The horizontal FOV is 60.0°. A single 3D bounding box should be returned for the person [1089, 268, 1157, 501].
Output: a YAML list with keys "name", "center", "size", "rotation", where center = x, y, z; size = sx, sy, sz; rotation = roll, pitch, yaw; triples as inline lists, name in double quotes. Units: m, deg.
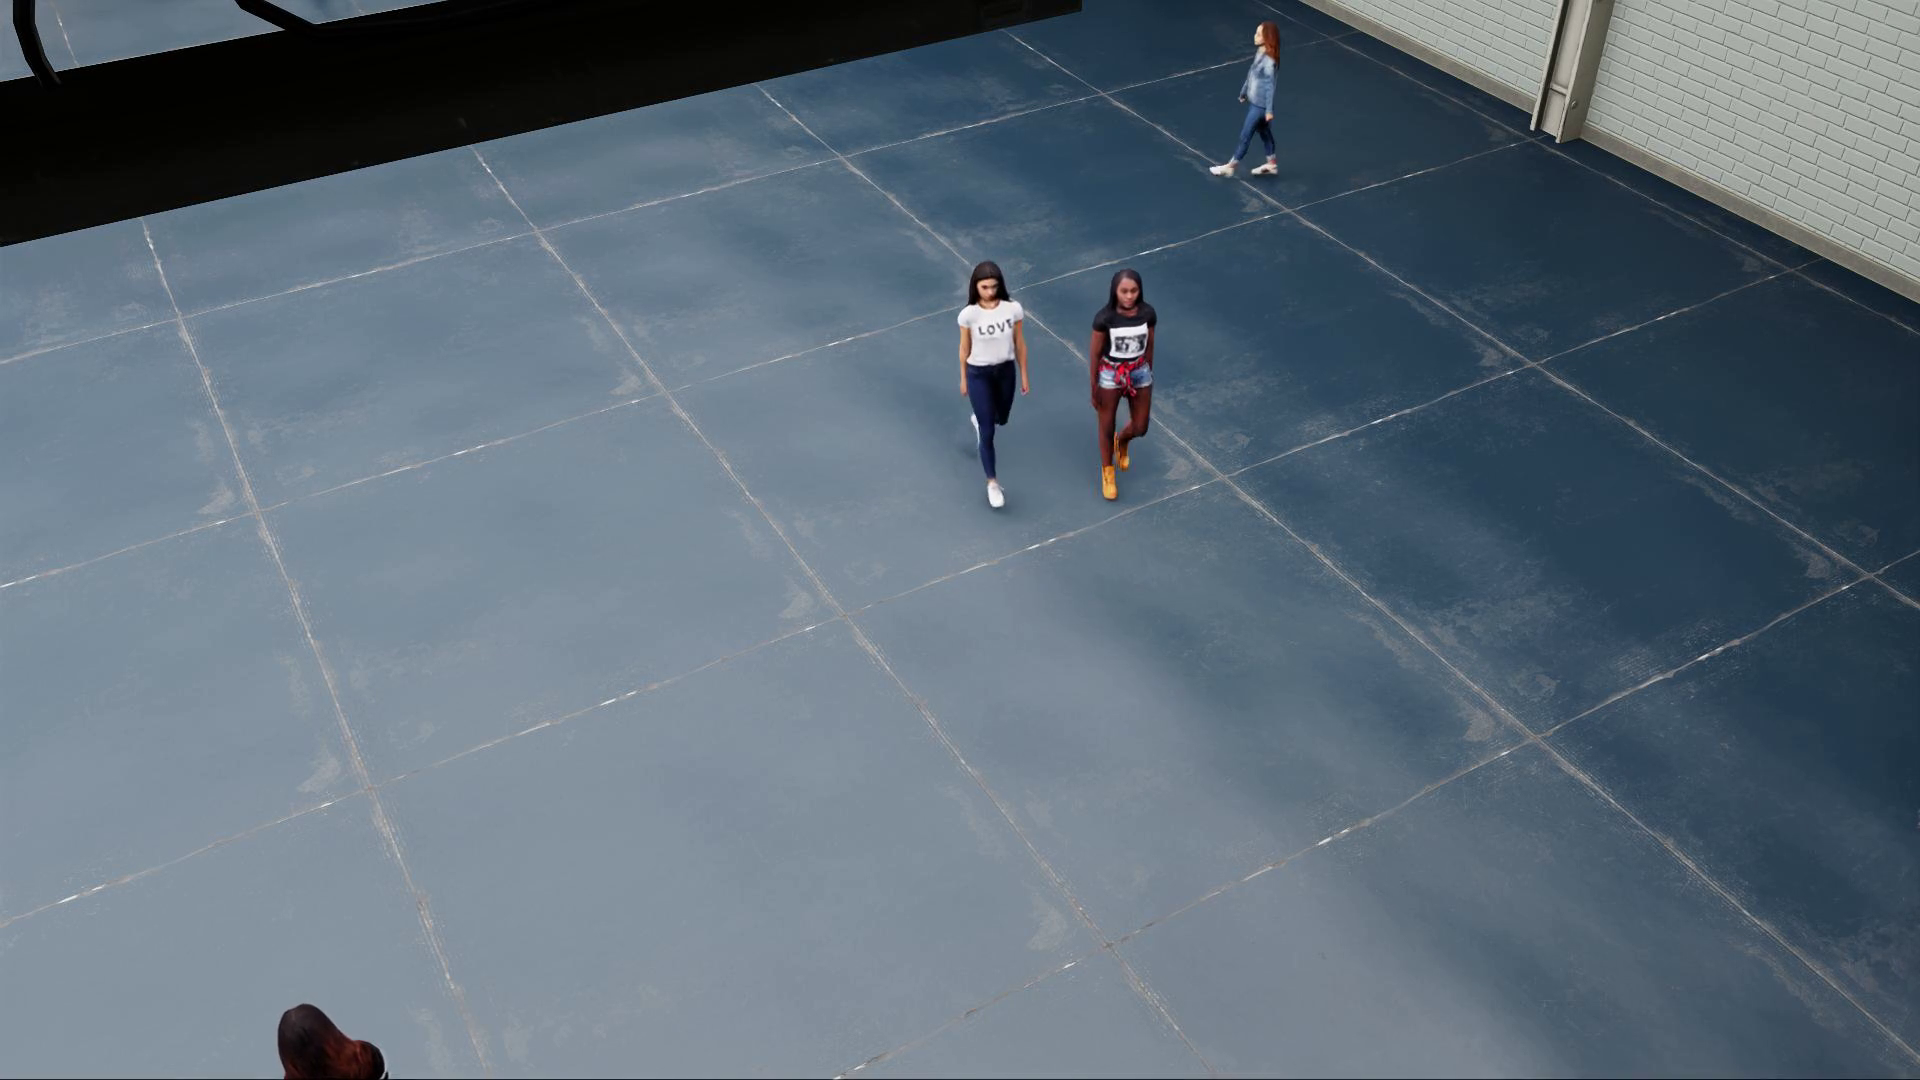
- name: "person"
  center: [1.062, -1.100, 11.198]
  size: [0.719, 1.715, 0.819]
  rotation: [-8, 39, -10]

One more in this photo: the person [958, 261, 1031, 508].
- name: "person"
  center: [0.196, -1.128, 11.202]
  size: [0.802, 1.755, 1.137]
  rotation: [-13, 40, -16]

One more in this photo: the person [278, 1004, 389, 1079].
- name: "person"
  center: [-2.450, 2.446, 6.728]
  size: [0.715, 1.638, 0.699]
  rotation: [23, 44, 27]

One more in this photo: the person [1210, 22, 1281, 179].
- name: "person"
  center: [2.805, -3.961, 15.068]
  size: [0.890, 1.452, 0.928]
  rotation: [-2, 38, -3]
